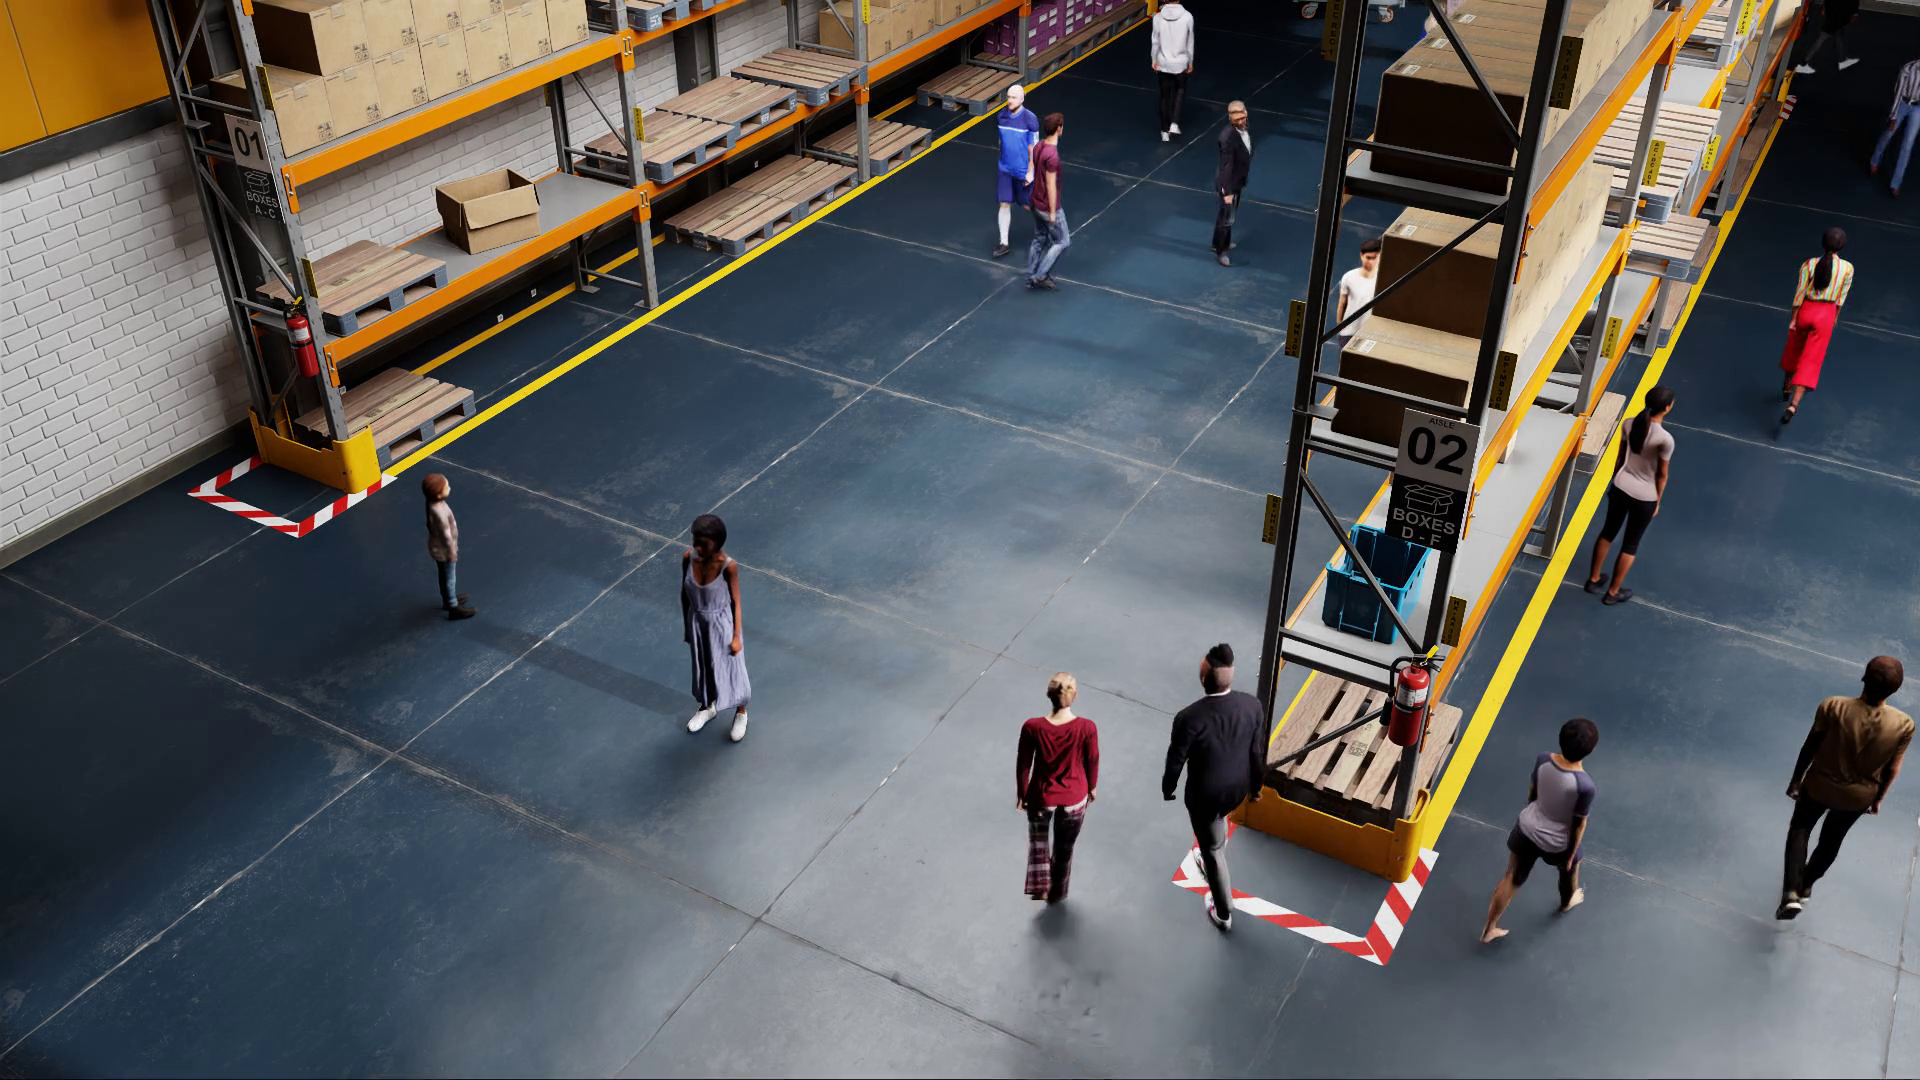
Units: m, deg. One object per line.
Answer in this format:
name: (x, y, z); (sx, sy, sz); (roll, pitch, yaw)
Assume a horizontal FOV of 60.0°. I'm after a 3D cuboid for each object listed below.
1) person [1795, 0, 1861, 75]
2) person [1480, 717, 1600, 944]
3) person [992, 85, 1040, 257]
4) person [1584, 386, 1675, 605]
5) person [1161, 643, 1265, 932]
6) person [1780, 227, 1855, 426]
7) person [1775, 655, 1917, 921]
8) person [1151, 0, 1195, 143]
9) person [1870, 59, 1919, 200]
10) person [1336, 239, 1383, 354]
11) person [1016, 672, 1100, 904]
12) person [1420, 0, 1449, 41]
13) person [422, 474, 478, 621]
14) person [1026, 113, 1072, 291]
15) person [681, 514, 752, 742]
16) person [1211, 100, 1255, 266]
person: (11.815, -7.152, 22.576); (1.140, 1.712, 1.187); (-3, 34, -4)
person: (3.292, 1.695, 9.445); (1.123, 1.514, 0.832); (-22, 40, -30)
person: (0.652, -3.943, 17.653); (0.677, 1.816, 1.069); (17, 37, 24)
person: (4.969, -0.333, 12.294); (0.707, 1.738, 0.685); (-18, 38, -25)
person: (1.492, 1.460, 9.423); (0.999, 1.929, 1.052); (-10, 35, -14)
person: (7.439, -1.825, 14.526); (0.587, 1.752, 1.154); (17, 37, 24)
person: (5.016, 1.465, 9.501); (0.691, 1.836, 1.000); (15, 37, 22)
person: (2.597, -5.821, 20.389); (0.785, 1.916, 0.772); (7, 34, 10)
person: (10.858, -4.904, 19.161); (0.824, 1.749, 1.205); (8, 34, 12)
person: (3.560, -1.873, 14.657); (0.849, 1.686, 1.173); (7, 34, 11)
person: (0.568, 1.495, 9.589); (0.760, 1.688, 0.808); (2, 34, 3)
person: (5.740, -5.814, 20.622); (1.239, 1.647, 1.114); (-12, 35, -17)
person: (-3.804, 0.038, 12.227); (0.575, 1.193, 0.543); (-17, 37, -24)
person: (0.799, -3.377, 16.797); (0.858, 1.822, 0.817); (-12, 35, -17)
person: (-1.623, 0.562, 10.983); (0.615, 1.699, 0.571); (11, 35, 16)
person: (2.848, -3.785, 17.460); (0.848, 1.768, 0.596); (12, 36, 18)
